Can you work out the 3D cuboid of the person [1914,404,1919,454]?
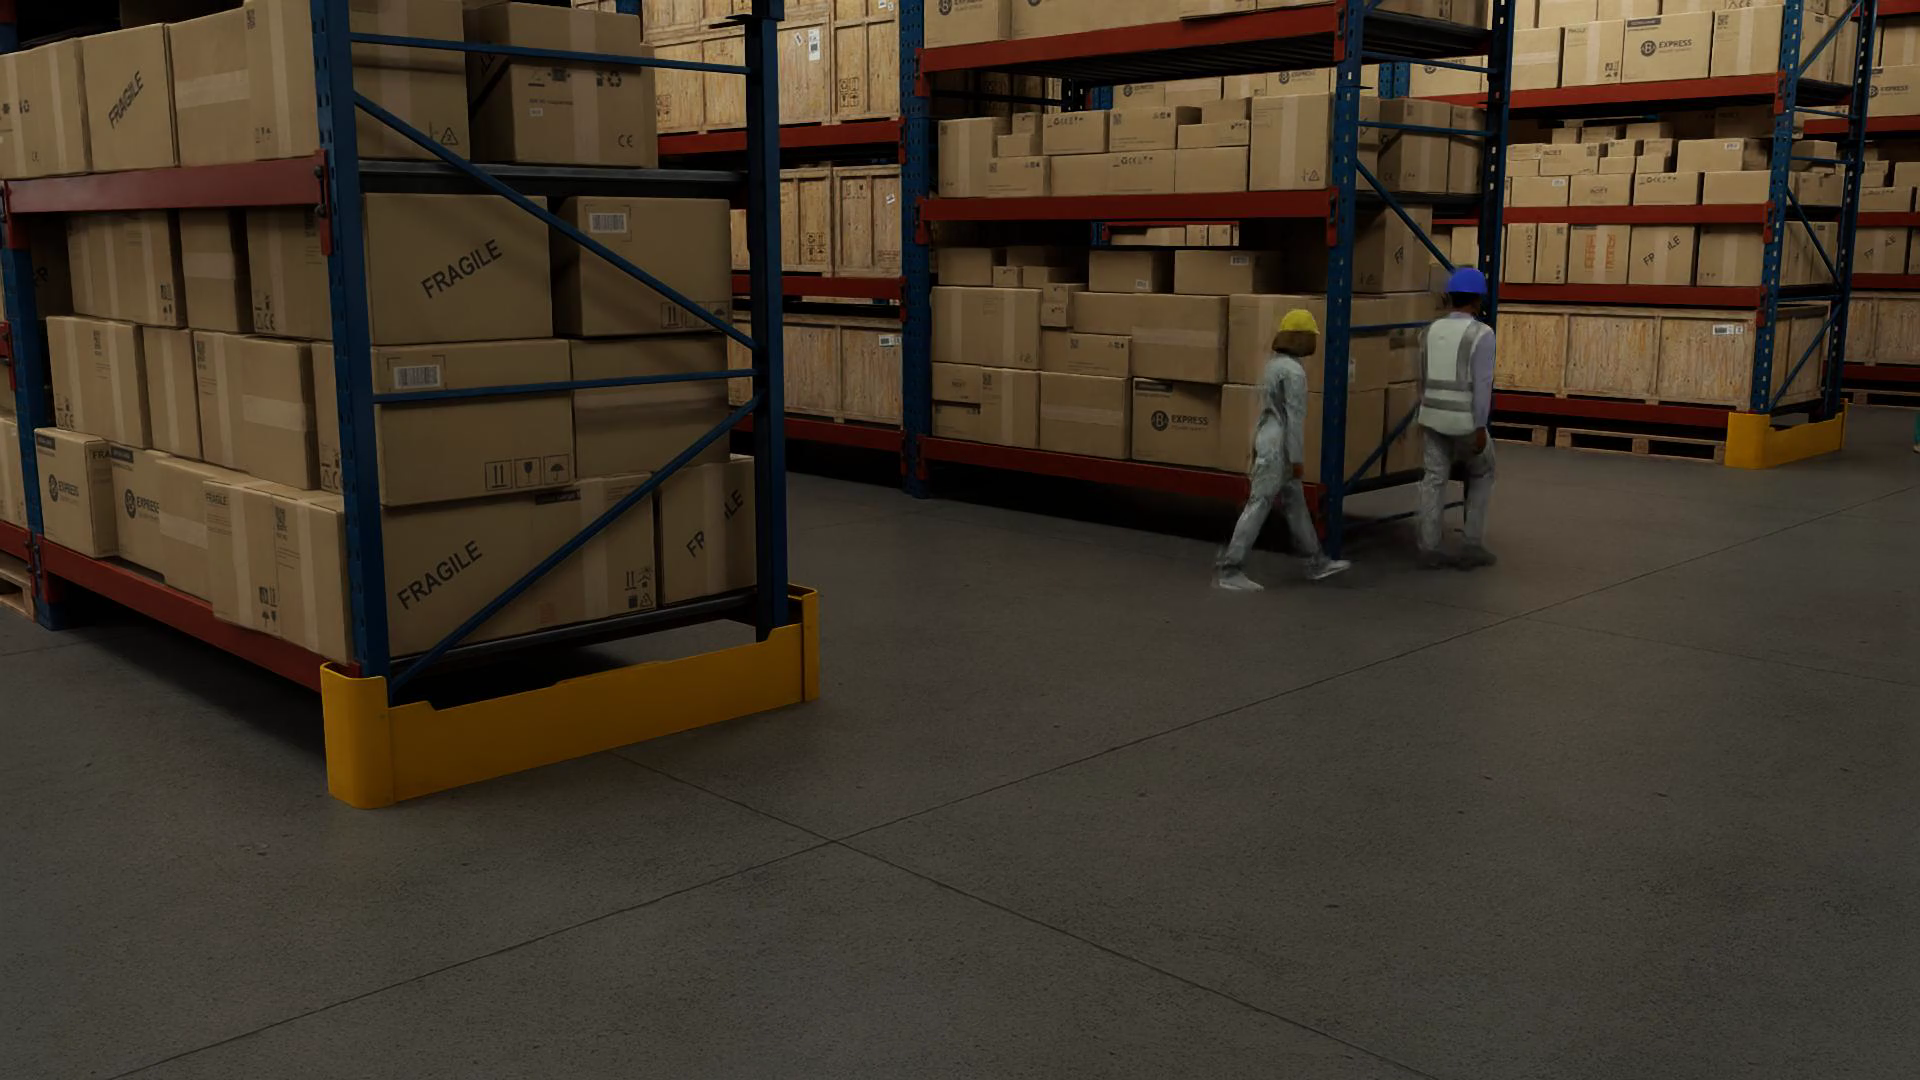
[{"bbox_3d":[9.622,-1.707,16.204,0.528,1.767,0.329,-1,10,-7],"label":"person"}]

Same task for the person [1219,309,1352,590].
[{"bbox_3d":[1.989,-0.545,10.093,0.920,1.685,0.524,-1,10,-5],"label":"person"}]

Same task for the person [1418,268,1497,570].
[{"bbox_3d":[3.227,-0.765,10.632,0.686,1.919,0.627,-6,12,-32],"label":"person"}]
